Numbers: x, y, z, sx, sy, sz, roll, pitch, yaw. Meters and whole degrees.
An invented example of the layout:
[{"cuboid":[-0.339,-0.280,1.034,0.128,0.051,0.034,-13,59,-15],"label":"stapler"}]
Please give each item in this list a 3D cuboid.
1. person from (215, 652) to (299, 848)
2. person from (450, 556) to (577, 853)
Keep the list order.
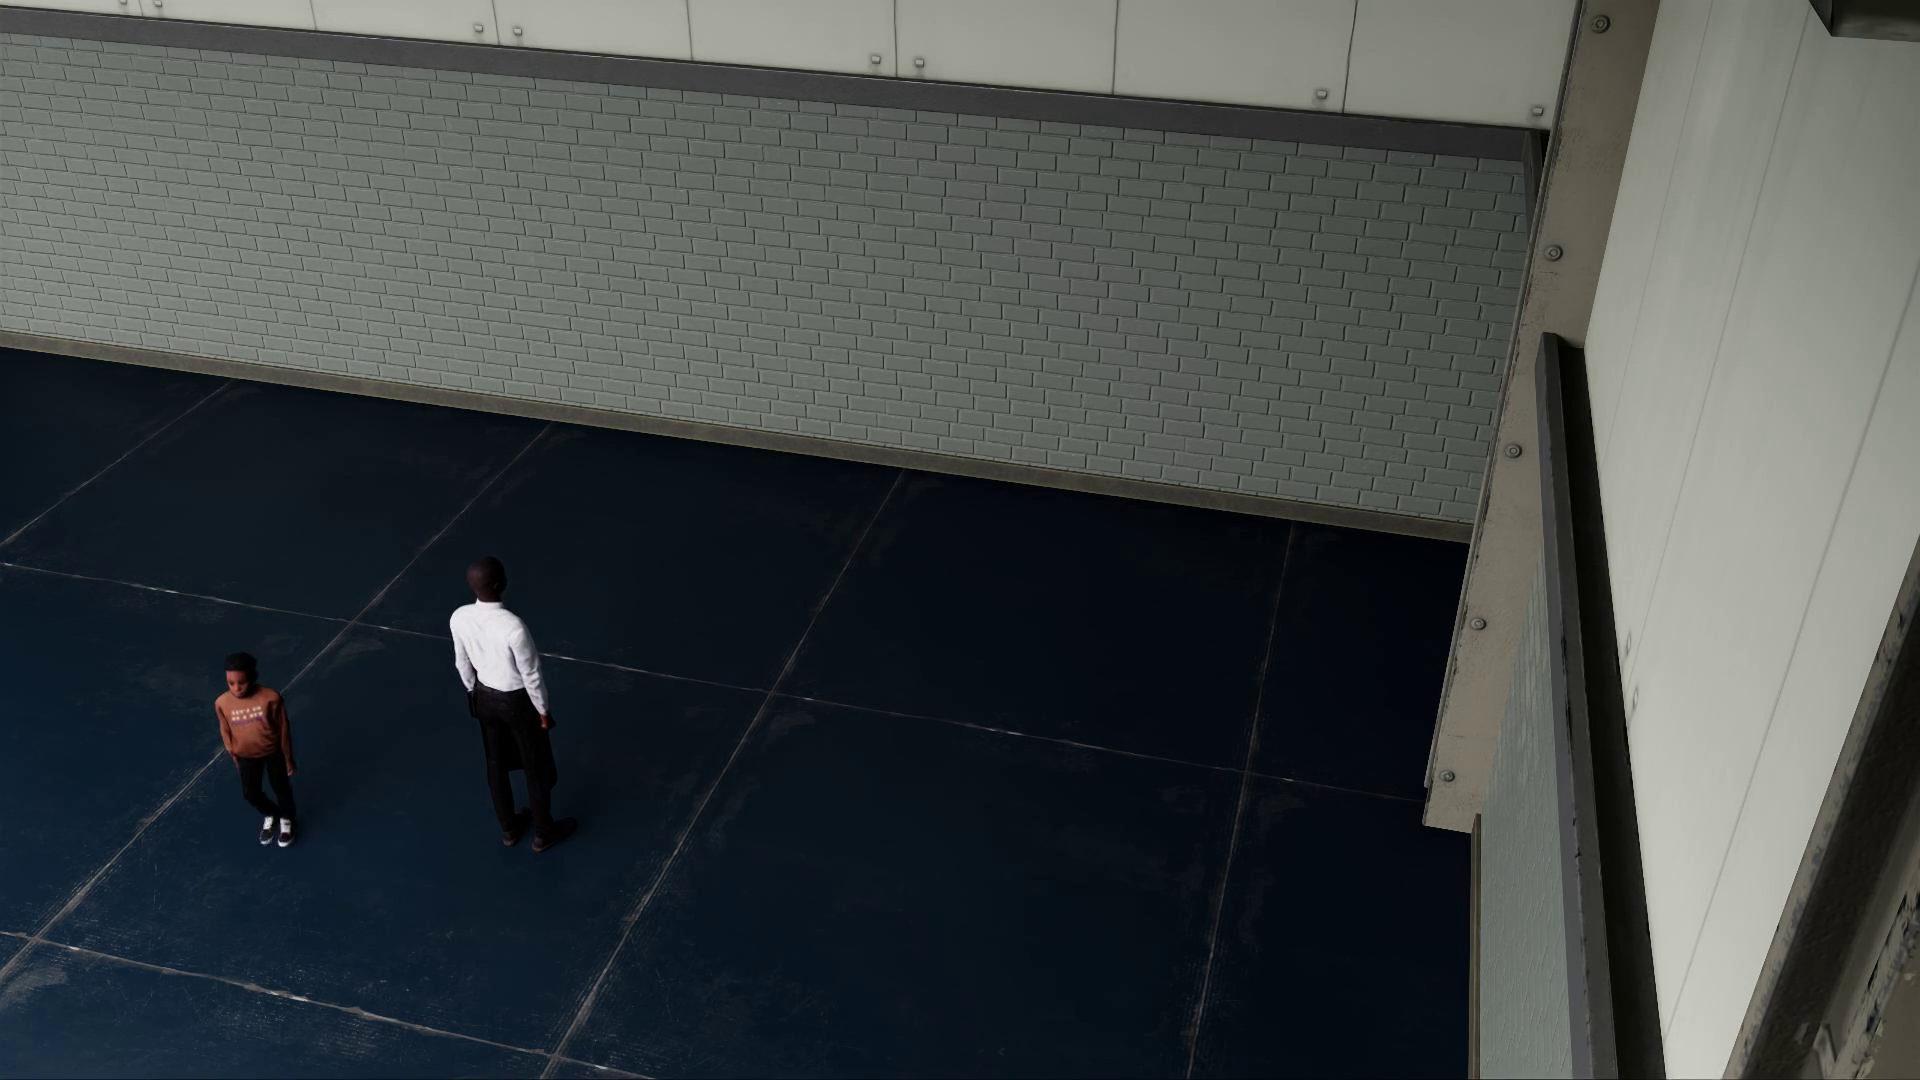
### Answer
[{"cuboid":[-3.817,1.107,9.140,0.595,1.248,0.616,-6,33,-10],"label":"person"},{"cuboid":[-2.431,0.892,8.931,0.650,1.836,0.544,11,34,16],"label":"person"}]
